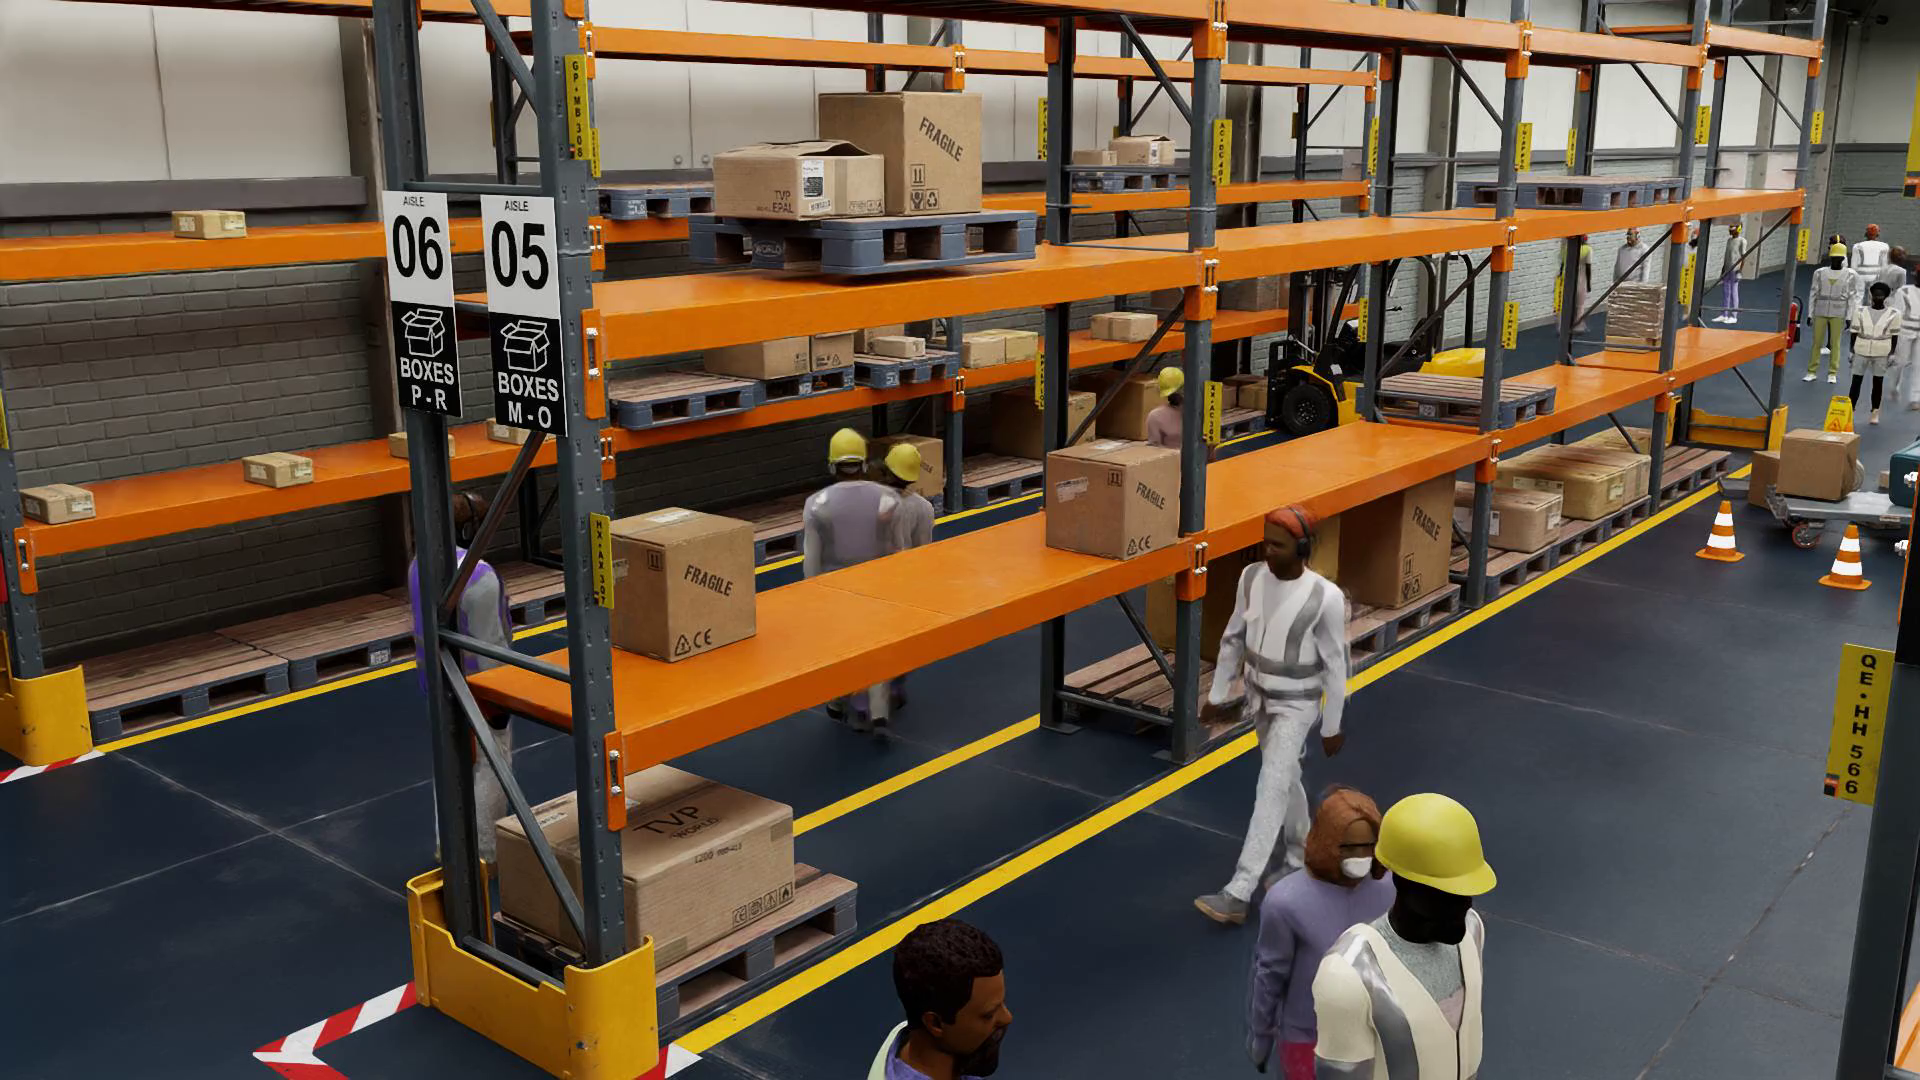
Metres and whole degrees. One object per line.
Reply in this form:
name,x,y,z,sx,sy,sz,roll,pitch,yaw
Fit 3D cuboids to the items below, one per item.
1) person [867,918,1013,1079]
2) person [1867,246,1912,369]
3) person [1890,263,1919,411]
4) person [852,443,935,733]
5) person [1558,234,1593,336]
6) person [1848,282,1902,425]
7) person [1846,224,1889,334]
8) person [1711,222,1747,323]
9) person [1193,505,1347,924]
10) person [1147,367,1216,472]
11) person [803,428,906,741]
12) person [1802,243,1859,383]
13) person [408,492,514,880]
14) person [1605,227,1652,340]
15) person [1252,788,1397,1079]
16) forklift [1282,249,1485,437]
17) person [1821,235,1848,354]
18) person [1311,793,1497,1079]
person,-0.080,1.679,3.486,0.371,1.916,0.597,0,14,1
person,13.679,-3.416,24.506,0.980,1.800,0.530,-1,14,-3
person,12.094,-2.613,21.119,0.588,1.851,0.936,4,14,16
person,-0.436,0.267,9.652,0.591,1.706,0.783,3,14,12
person,10.558,-4.400,28.477,0.862,1.795,0.581,-11,18,-38
person,10.875,-2.223,19.829,0.537,1.696,0.321,10,17,34
person,15.610,-4.479,28.633,0.573,1.883,0.356,3,14,14
person,14.073,-4.894,30.345,0.326,1.874,0.519,-3,14,-13
person,1.323,0.762,7.356,0.905,1.846,0.589,-8,16,-30
person,1.751,-0.478,12.676,0.700,1.718,0.374,-4,14,-14
person,-0.592,0.257,9.509,0.605,1.809,0.767,-2,14,-7
person,12.101,-3.150,23.124,0.587,1.930,0.360,10,17,36
person,-2.296,0.677,7.771,0.658,1.828,0.431,13,19,43
person,11.108,-4.248,27.640,0.407,1.910,0.638,-8,16,-31
person,1.112,1.467,5.045,0.498,1.591,0.858,-4,14,-16
forklift,4.886,-2.214,18.767,2.313,2.155,1.214,11,18,38
person,13.701,-3.843,26.098,0.334,1.860,0.509,8,16,30
person,1.091,1.524,4.099,0.588,1.927,0.369,-12,18,-41
